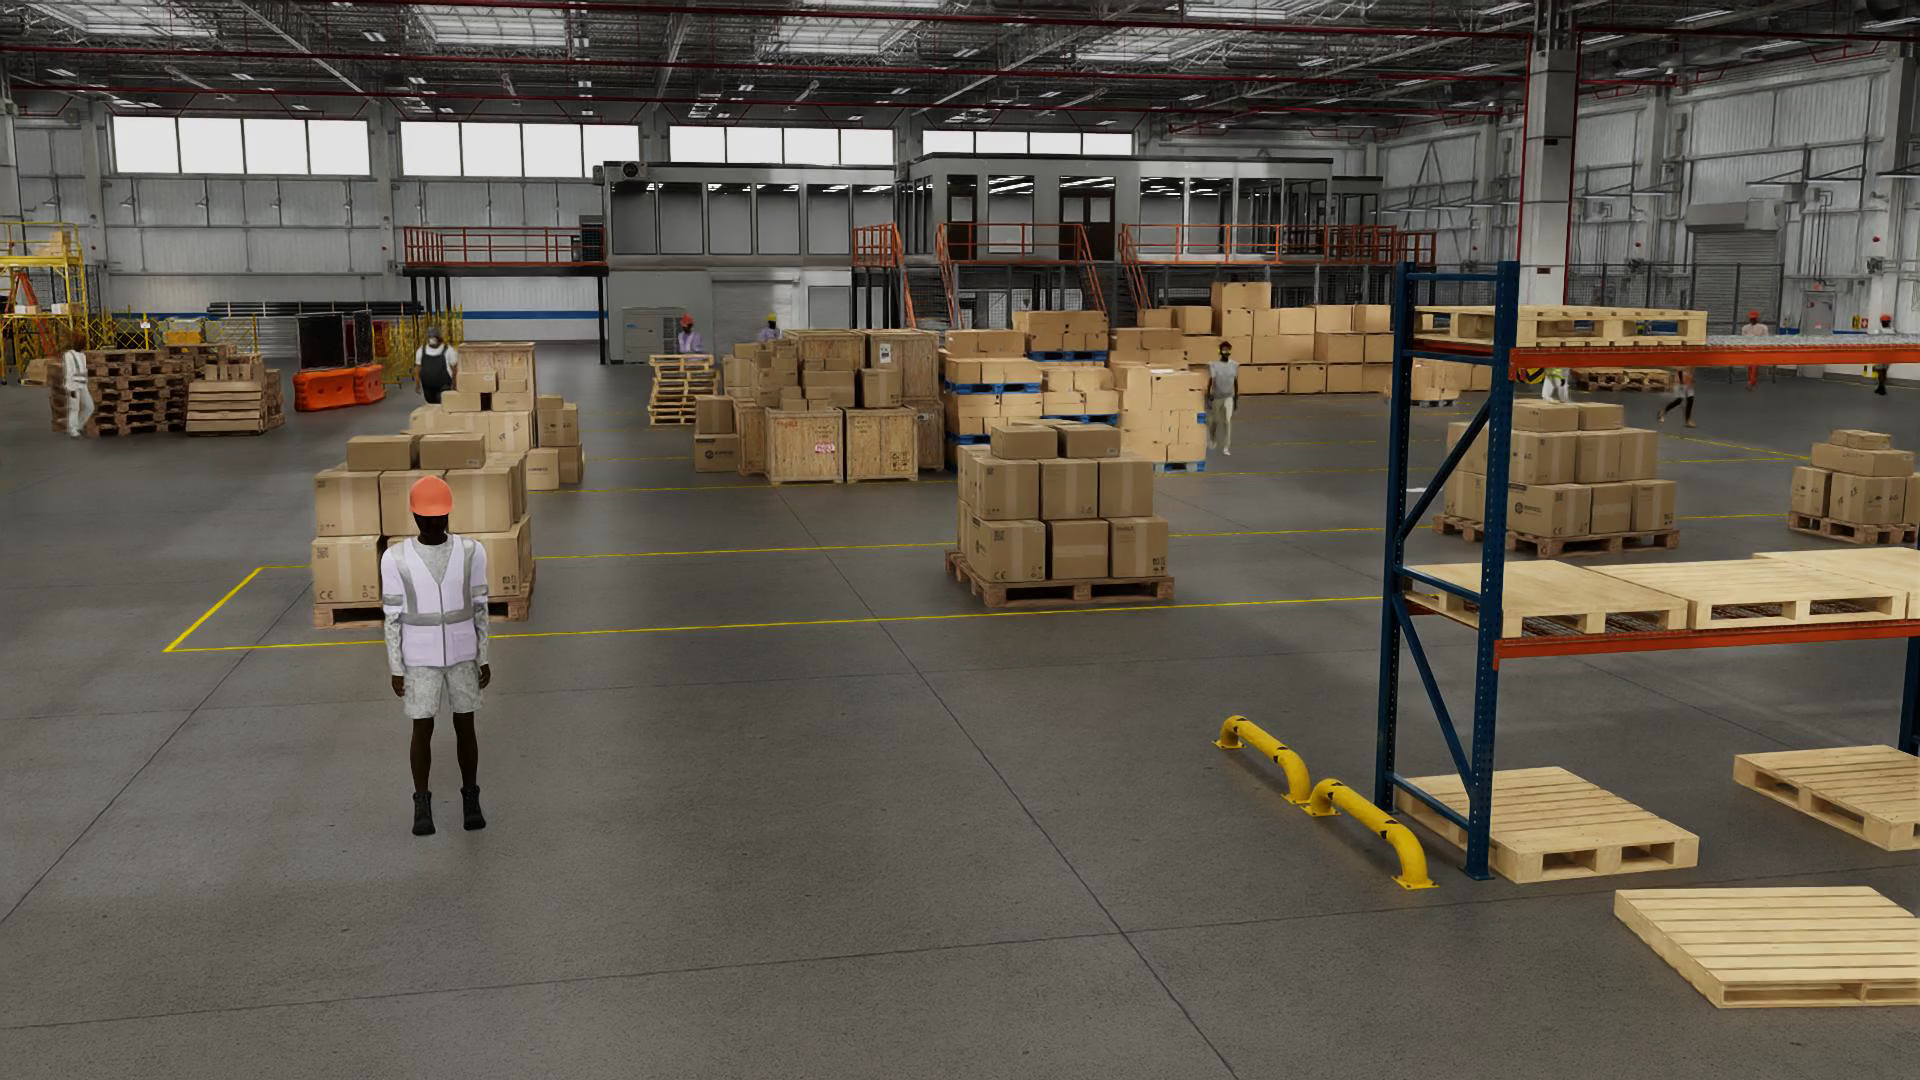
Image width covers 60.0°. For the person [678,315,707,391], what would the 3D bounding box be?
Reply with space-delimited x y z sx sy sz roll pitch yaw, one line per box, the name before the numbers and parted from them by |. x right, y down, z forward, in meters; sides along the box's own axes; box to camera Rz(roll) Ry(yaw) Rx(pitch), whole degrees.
person | -5.714 -3.810 35.552 0.622 2.008 0.993 5 11 28

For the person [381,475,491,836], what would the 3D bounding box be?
person | -2.752 0.613 8.802 0.539 1.929 0.392 -4 10 -25

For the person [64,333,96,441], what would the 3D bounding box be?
person | -15.233 -2.633 28.732 0.437 1.867 0.615 0 9 1

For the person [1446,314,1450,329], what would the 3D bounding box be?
person | 13.554 -5.457 45.732 0.398 1.942 0.615 -4 10 -25

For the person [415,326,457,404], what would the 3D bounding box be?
person | -9.146 -2.757 28.982 0.691 2.000 1.059 0 9 -2

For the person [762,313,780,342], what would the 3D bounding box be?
person | -4.517 -4.488 39.925 0.460 1.908 0.604 7 11 36

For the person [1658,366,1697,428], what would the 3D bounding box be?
person | 13.566 -2.958 31.297 0.539 1.679 0.630 -7 12 -38

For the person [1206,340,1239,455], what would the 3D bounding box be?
person | 4.244 -2.315 26.916 0.524 1.844 0.820 0 9 -1

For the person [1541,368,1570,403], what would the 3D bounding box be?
person | 11.315 -3.085 31.702 0.933 1.793 0.644 -6 11 -32

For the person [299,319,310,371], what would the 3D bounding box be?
person | -15.957 -4.515 40.542 0.329 1.765 0.533 -1 9 -5

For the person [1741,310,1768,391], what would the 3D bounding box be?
person | 19.195 -4.577 40.337 0.951 1.946 0.616 -8 13 -42

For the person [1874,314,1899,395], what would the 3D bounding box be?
person | 21.835 -4.371 39.301 0.564 1.912 0.829 1 9 6
